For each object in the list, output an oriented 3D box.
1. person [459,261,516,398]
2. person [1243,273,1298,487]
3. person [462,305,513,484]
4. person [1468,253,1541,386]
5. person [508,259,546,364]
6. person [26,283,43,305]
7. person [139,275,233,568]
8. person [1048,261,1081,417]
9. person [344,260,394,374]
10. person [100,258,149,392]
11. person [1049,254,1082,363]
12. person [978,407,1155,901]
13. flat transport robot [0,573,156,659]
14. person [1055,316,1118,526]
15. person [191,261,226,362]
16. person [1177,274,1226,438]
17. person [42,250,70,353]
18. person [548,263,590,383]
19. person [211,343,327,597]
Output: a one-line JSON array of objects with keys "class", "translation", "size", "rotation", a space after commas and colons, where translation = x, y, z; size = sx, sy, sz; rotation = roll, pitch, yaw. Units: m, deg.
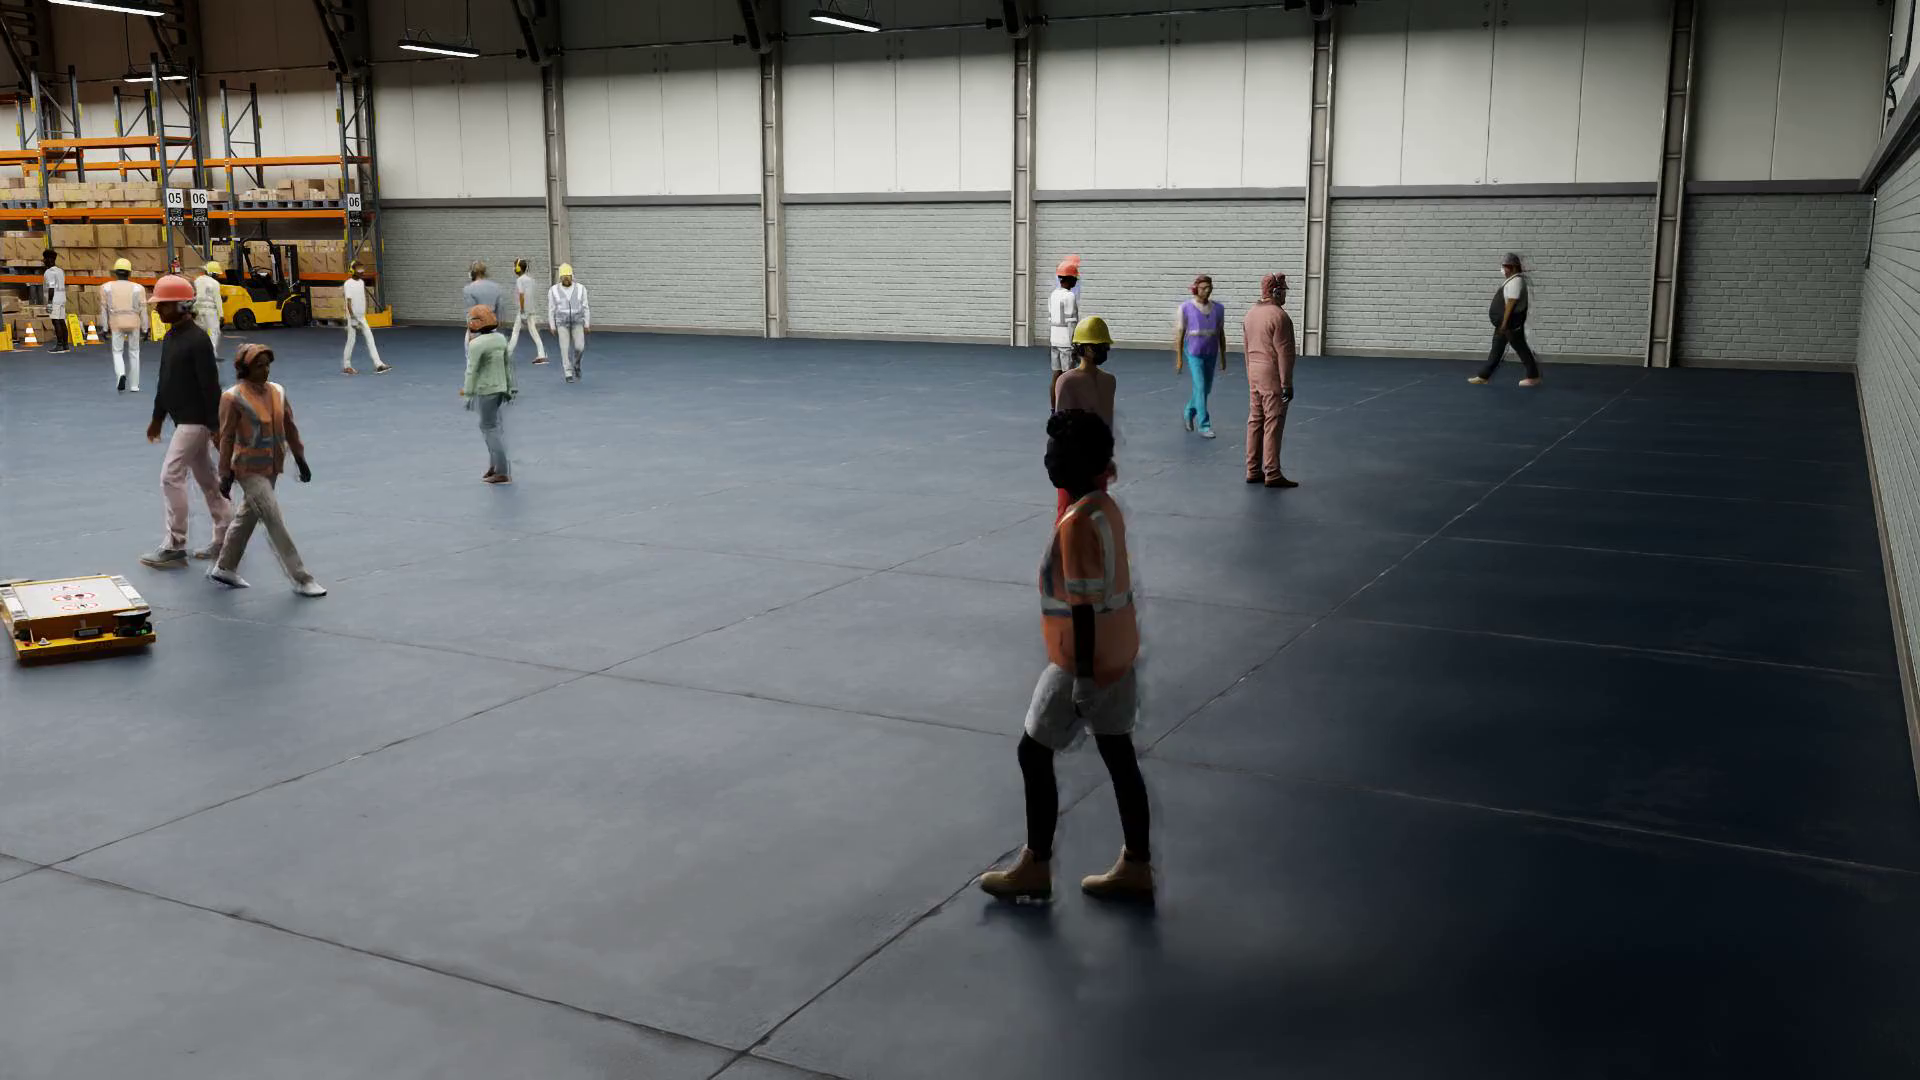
[{"class": "person", "translation": [-6.558, -2.900, 22.952], "size": [1.009, 1.898, 0.638], "rotation": [7, 12, 33]}, {"class": "person", "translation": [2.795, -1.426, 14.889], "size": [0.410, 1.909, 0.643], "rotation": [-4, 11, -22]}, {"class": "person", "translation": [-4.294, -1.309, 15.012], "size": [0.485, 1.613, 0.538], "rotation": [3, 11, 17]}, {"class": "person", "translation": [8.216, -3.315, 24.822], "size": [1.045, 2.000, 0.688], "rotation": [2, 11, 10]}, {"class": "person", "translation": [-7.677, -3.982, 29.057], "size": [0.992, 1.813, 0.528], "rotation": [3, 11, 15]}, {"class": "person", "translation": [-24.763, -6.877, 44.583], "size": [0.392, 1.921, 0.585], "rotation": [5, 12, 27]}, {"class": "person", "translation": [-5.371, -0.804, 11.338], "size": [0.841, 1.963, 0.623], "rotation": [-8, 13, -37]}, {"class": "person", "translation": [1.263, -2.344, 19.805], "size": [0.363, 1.939, 0.542], "rotation": [-5, 11, -24]}, {"class": "person", "translation": [-9.612, -3.573, 26.801], "size": [0.914, 1.830, 0.547], "rotation": [3, 11, 17]}, {"class": "person", "translation": [-11.896, -3.050, 23.710], "size": [0.614, 1.912, 0.536], "rotation": [-5, 11, -23]}, {"class": "person", "translation": [1.917, -4.049, 29.183], "size": [0.561, 1.913, 0.804], "rotation": [-8, 13, -37]}, {"class": "person", "translation": [0.348, 0.396, 5.566], "size": [0.713, 1.666, 0.547], "rotation": [3, 11, 17]}, {"class": "flat transport robot", "translation": [-5.016, 0.401, 9.386], "size": [0.652, 0.197, 1.431], "rotation": [-7, 12, -33]}, {"class": "person", "translation": [0.767, -0.451, 9.954], "size": [0.326, 1.769, 0.524], "rotation": [10, 14, 43]}, {"class": "person", "translation": [-13.324, -4.025, 29.422], "size": [0.735, 1.789, 0.407], "rotation": [5, 11, 25]}, {"class": "person", "translation": [2.693, -2.079, 18.701], "size": [0.579, 1.815, 0.859], "rotation": [-4, 11, -20]}, {"class": "person", "translation": [-17.312, -4.560, 31.810], "size": [0.361, 1.965, 0.613], "rotation": [-1, 10, -7]}, {"class": "person", "translation": [-5.951, -3.295, 25.308], "size": [0.622, 1.818, 0.420], "rotation": [-3, 11, -17]}, {"class": "person", "translation": [-4.380, -0.440, 10.379], "size": [0.889, 1.585, 0.581], "rotation": [3, 11, 16]}]
